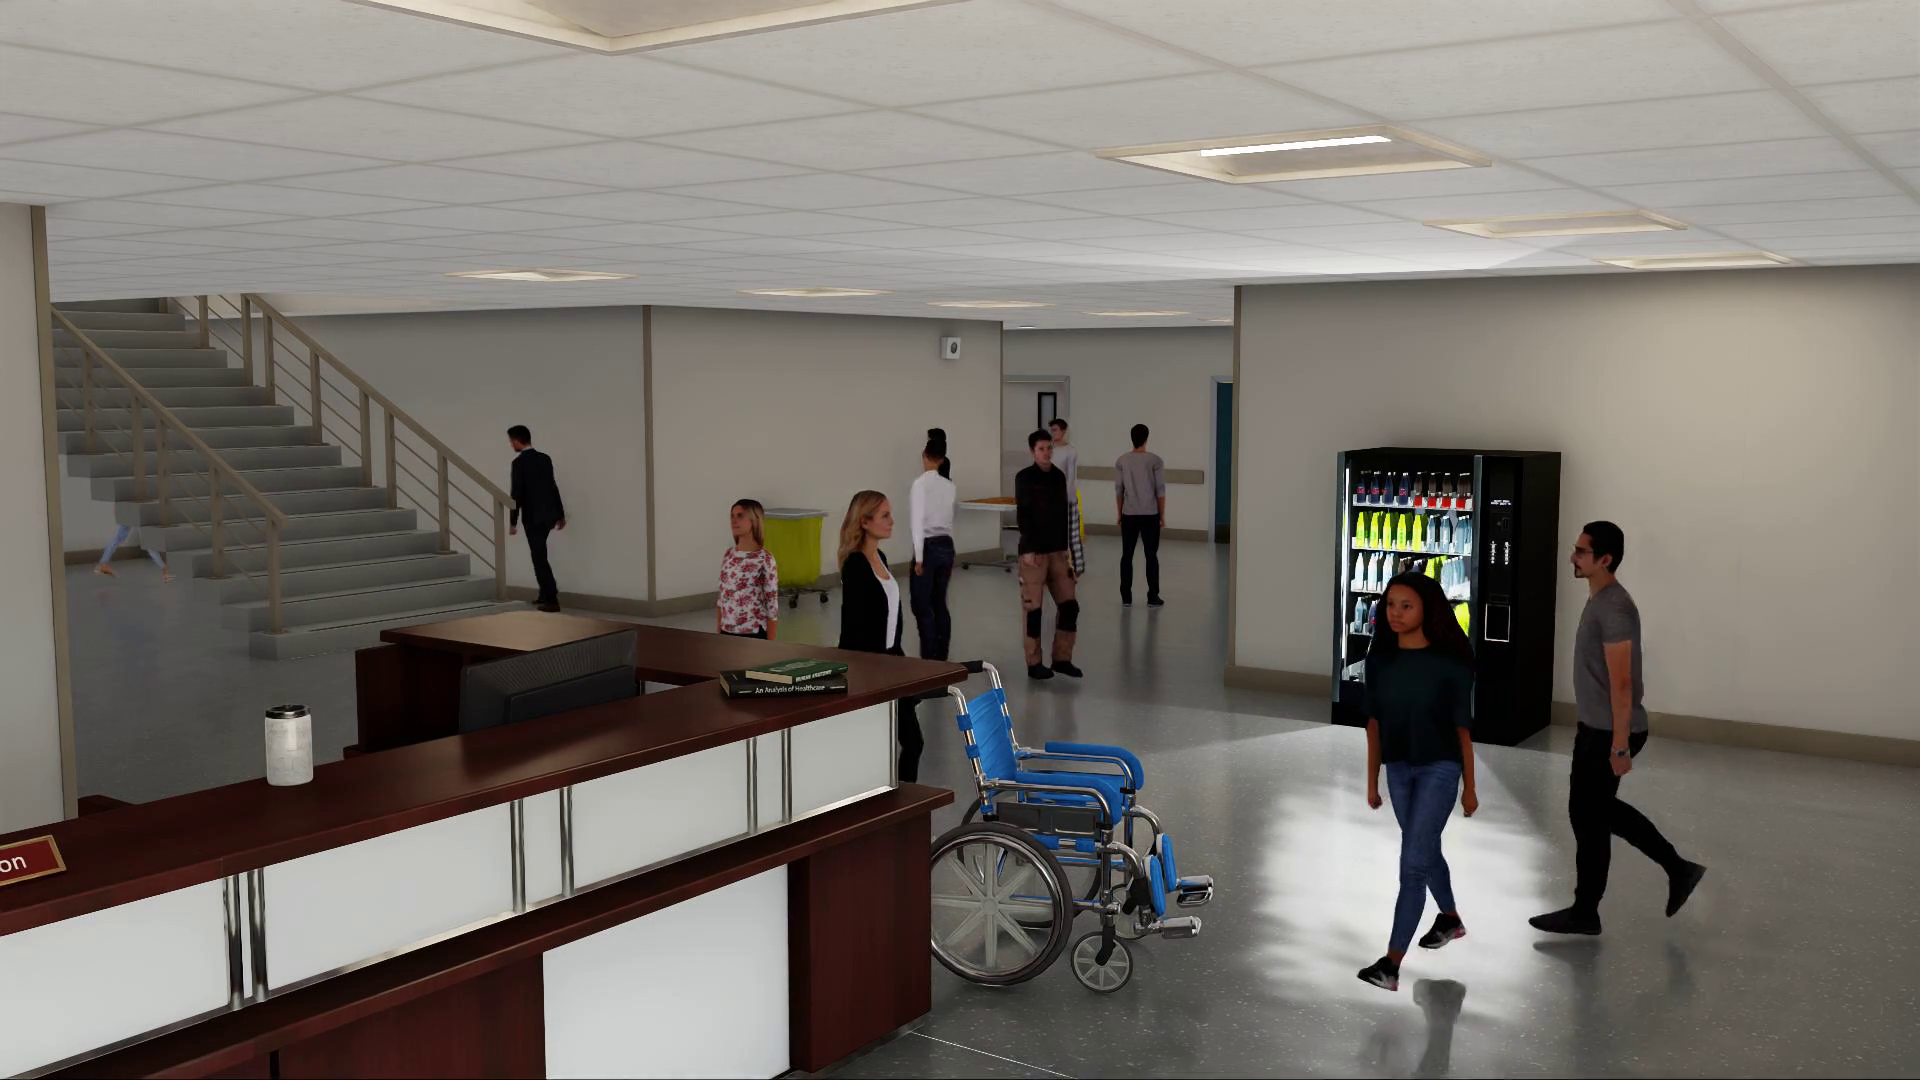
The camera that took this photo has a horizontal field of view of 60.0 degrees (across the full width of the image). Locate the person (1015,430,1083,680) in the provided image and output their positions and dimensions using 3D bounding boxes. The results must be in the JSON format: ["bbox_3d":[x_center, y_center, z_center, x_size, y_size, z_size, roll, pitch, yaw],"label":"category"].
[{"bbox_3d":[0.588,0.114,12.771,0.821,1.911,0.836,-4,7,-33],"label":"person"}]

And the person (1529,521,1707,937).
[{"bbox_3d":[2.777,0.796,6.889,1.024,1.732,0.833,1,6,14],"label":"person"}]

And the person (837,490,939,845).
[{"bbox_3d":[-0.519,0.664,7.940,0.900,1.783,0.769,2,6,20],"label":"person"}]

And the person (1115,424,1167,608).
[{"bbox_3d":[1.816,-0.255,16.780,0.585,1.843,0.778,2,6,18],"label":"person"}]

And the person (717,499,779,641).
[{"bbox_3d":[-1.221,0.571,9.616,0.448,1.633,0.629,4,7,35],"label":"person"}]

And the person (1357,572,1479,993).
[{"bbox_3d":[1.820,0.934,6.444,1.122,1.546,0.771,6,8,44],"label":"person"}]

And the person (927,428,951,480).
[{"bbox_3d":[-0.257,-0.412,18.947,0.659,1.722,0.715,1,6,14],"label":"person"}]

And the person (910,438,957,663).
[{"bbox_3d":[-0.206,0.141,12.914,0.617,1.828,0.887,3,7,28],"label":"person"}]

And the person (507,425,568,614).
[{"bbox_3d":[-4.053,-0.182,16.150,0.721,1.823,0.726,4,7,36],"label":"person"}]
